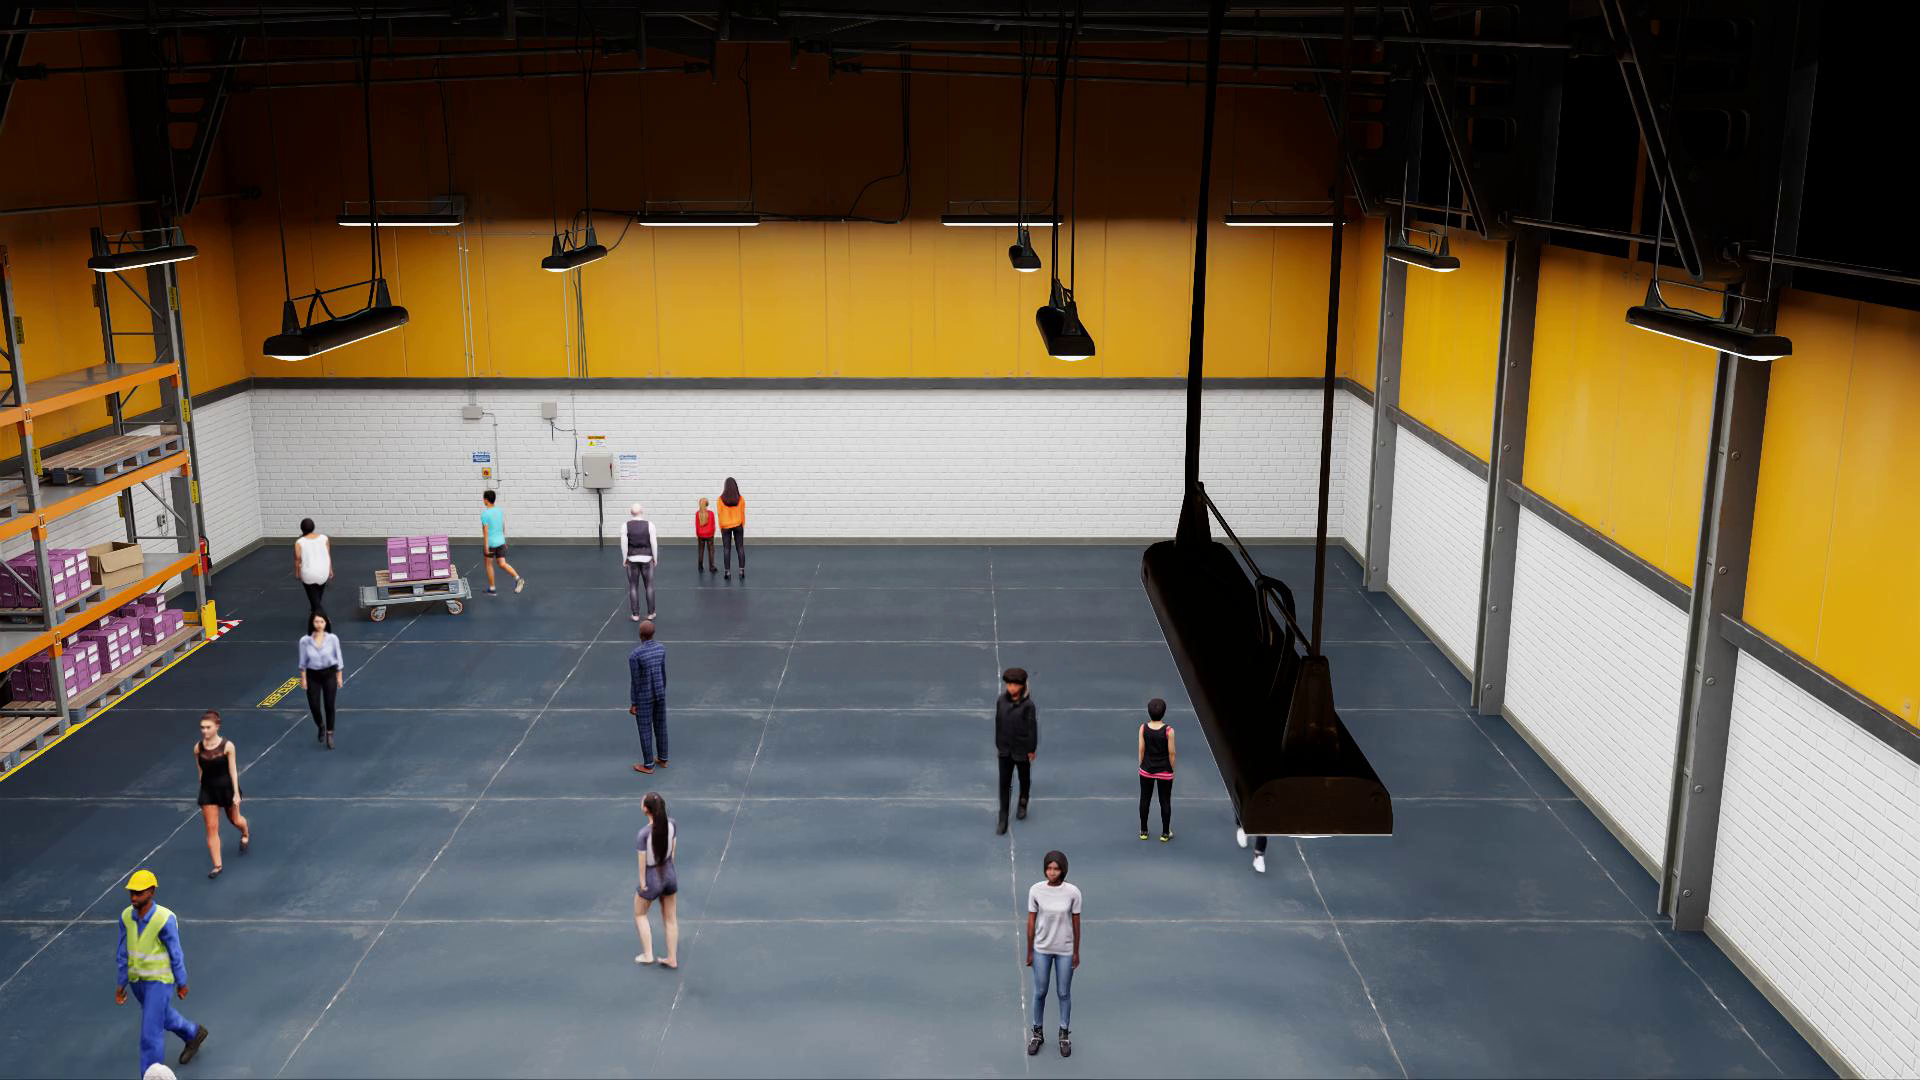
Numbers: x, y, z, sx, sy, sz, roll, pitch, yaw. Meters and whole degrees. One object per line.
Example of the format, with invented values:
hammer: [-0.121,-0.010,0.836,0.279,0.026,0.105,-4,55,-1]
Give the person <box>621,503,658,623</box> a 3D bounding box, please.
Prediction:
person: [-4.908,0.334,25.462,0.732,1.822,0.649,-3,14,-12]

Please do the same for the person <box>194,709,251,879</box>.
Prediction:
person: [-7.443,2.520,16.815,0.598,1.644,1.056,-1,14,-3]

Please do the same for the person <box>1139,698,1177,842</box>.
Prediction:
person: [2.065,2.401,17.500,0.596,1.553,0.597,5,14,18]

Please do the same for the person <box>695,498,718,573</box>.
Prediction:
person: [-4.345,-0.092,28.377,0.499,1.279,0.484,0,14,-1]

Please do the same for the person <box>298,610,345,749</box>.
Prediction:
person: [-7.727,1.670,20.135,0.775,1.733,0.794,-5,15,-22]

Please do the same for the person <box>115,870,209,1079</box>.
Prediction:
person: [-6.221,3.381,12.943,0.903,1.792,1.238,5,14,18]

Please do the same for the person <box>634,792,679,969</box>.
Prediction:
person: [-2.614,3.035,14.702,0.750,1.636,0.809,-12,18,-42]

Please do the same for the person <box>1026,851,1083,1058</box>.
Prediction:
person: [0.753,3.311,13.386,0.607,1.719,0.554,2,14,7]

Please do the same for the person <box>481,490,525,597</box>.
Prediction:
person: [-7.365,0.093,26.636,1.026,1.739,1.098,8,16,29]

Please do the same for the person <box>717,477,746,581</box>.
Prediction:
person: [-3.810,-0.202,27.828,0.665,1.750,0.628,-3,14,-12]

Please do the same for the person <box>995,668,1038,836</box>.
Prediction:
person: [0.621,2.203,17.895,0.782,1.752,1.028,4,14,14]

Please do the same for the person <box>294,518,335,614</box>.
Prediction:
person: [-9.722,0.516,25.061,1.049,1.658,1.127,-12,18,-40]

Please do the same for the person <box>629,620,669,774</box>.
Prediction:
person: [-3.611,1.807,19.385,0.822,1.819,0.750,11,18,39]
